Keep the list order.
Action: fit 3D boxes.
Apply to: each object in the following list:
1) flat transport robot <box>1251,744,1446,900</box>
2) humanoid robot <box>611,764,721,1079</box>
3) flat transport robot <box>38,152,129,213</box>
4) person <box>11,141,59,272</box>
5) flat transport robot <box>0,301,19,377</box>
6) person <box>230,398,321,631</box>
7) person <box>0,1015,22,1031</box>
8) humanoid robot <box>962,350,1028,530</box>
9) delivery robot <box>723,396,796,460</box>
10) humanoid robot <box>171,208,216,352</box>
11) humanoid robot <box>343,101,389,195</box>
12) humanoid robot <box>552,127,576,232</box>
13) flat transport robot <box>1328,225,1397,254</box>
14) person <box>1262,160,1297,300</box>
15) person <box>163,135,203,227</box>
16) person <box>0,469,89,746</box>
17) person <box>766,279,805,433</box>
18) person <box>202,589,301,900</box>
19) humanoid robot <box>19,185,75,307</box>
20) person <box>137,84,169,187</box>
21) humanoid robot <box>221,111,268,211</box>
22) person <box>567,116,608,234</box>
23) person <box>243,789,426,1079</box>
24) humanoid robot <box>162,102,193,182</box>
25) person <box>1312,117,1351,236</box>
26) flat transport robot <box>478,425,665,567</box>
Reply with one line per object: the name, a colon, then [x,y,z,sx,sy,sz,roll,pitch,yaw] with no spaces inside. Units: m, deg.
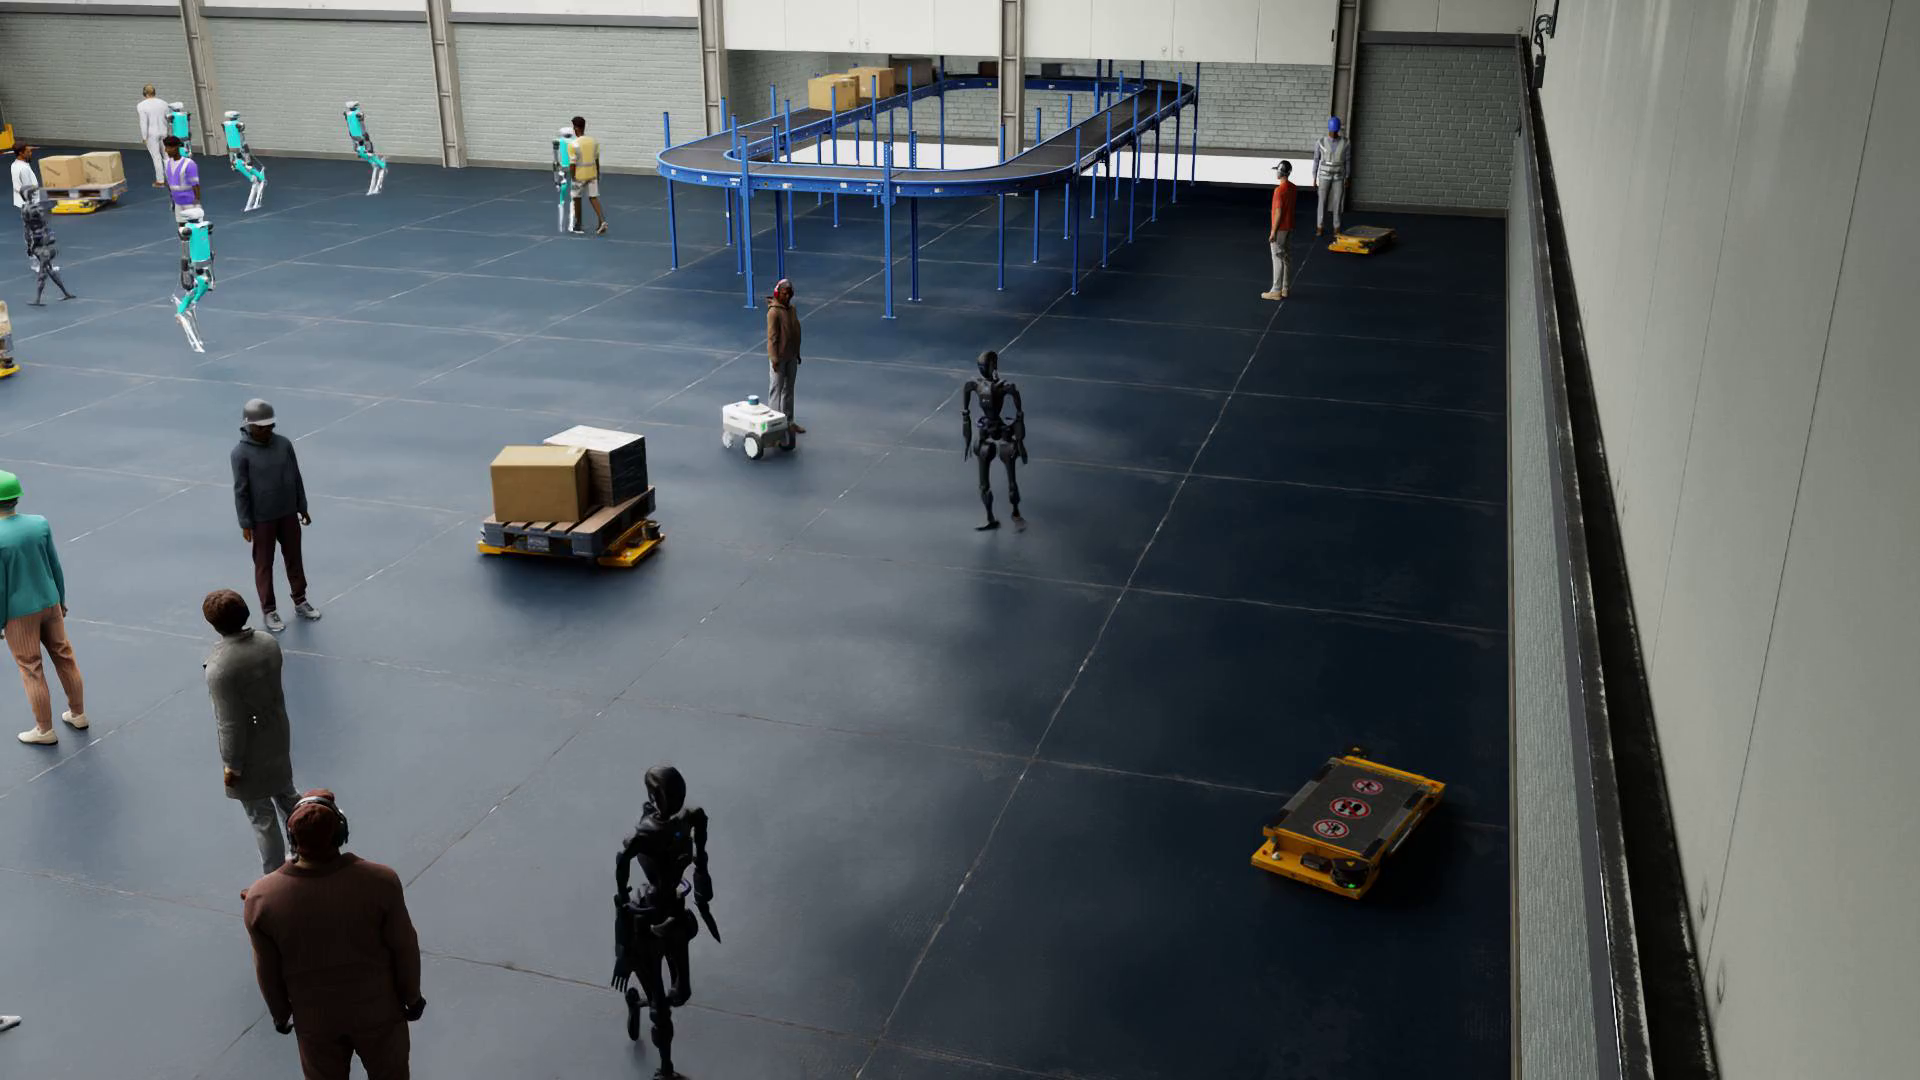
flat transport robot: [2.336,1.652,9.892,0.659,0.231,1.431,14,25,32]
humanoid robot: [-1.445,1.752,7.698,0.616,1.629,0.590,15,26,34]
flat transport robot: [-15.809,-6.122,30.057,0.659,0.231,1.431,-3,21,-7]
person: [-13.852,-4.967,24.769,0.379,1.917,0.597,-17,27,-37]
flat transport robot: [-11.812,-1.986,19.328,1.431,0.231,0.659,2,21,5]
person: [-5.193,-0.208,12.583,0.380,1.805,0.552,17,27,37]
person: [-5.106,1.709,7.886,0.834,1.598,0.523,-9,23,-22]
humanoid robot: [0.328,-0.878,14.501,0.607,1.636,0.473,7,22,18]
delivery robot: [-2.056,-1.144,16.767,0.812,0.609,0.499,20,29,41]
humanoid robot: [-9.530,-3.176,20.433,0.800,1.800,0.530,5,22,13]
humanoid robot: [-11.039,-7.338,31.141,0.545,1.758,0.749,16,26,35]
humanoid robot: [-6.515,-5.937,27.663,0.549,1.862,0.738,-10,23,-23]
flat transport robot: [6.467,-4.813,26.661,0.659,0.231,1.431,12,24,29]
person: [4.422,-4.299,23.046,0.408,1.910,0.481,17,27,37]
person: [-11.729,-5.137,25.168,0.605,1.956,0.384,9,23,23]
person: [-6.055,0.437,10.810,0.348,1.876,0.517,11,24,26]
person: [-1.815,-1.866,17.095,0.327,1.648,0.458,12,24,29]
person: [-3.863,1.126,9.093,0.369,1.828,0.505,5,22,14]
humanoid robot: [-12.573,-4.027,22.719,0.595,1.629,0.759,15,25,33]
person: [-15.490,-7.790,32.064,0.358,1.937,0.637,12,24,28]
humanoid robot: [-12.658,-6.757,29.623,0.541,1.774,0.684,12,24,29]
person: [-6.180,-6.009,27.439,0.641,1.942,0.766,-20,29,-41]
person: [-2.568,1.905,6.961,0.638,1.909,0.409,-4,21,-11]
humanoid robot: [-14.609,-7.228,30.889,0.765,1.772,0.540,8,22,19]
person: [6.110,-5.981,27.379,0.621,1.935,0.410,2,21,5]
flat transport robot: [-3.323,-0.026,14.245,1.431,0.231,0.659,6,22,14]
